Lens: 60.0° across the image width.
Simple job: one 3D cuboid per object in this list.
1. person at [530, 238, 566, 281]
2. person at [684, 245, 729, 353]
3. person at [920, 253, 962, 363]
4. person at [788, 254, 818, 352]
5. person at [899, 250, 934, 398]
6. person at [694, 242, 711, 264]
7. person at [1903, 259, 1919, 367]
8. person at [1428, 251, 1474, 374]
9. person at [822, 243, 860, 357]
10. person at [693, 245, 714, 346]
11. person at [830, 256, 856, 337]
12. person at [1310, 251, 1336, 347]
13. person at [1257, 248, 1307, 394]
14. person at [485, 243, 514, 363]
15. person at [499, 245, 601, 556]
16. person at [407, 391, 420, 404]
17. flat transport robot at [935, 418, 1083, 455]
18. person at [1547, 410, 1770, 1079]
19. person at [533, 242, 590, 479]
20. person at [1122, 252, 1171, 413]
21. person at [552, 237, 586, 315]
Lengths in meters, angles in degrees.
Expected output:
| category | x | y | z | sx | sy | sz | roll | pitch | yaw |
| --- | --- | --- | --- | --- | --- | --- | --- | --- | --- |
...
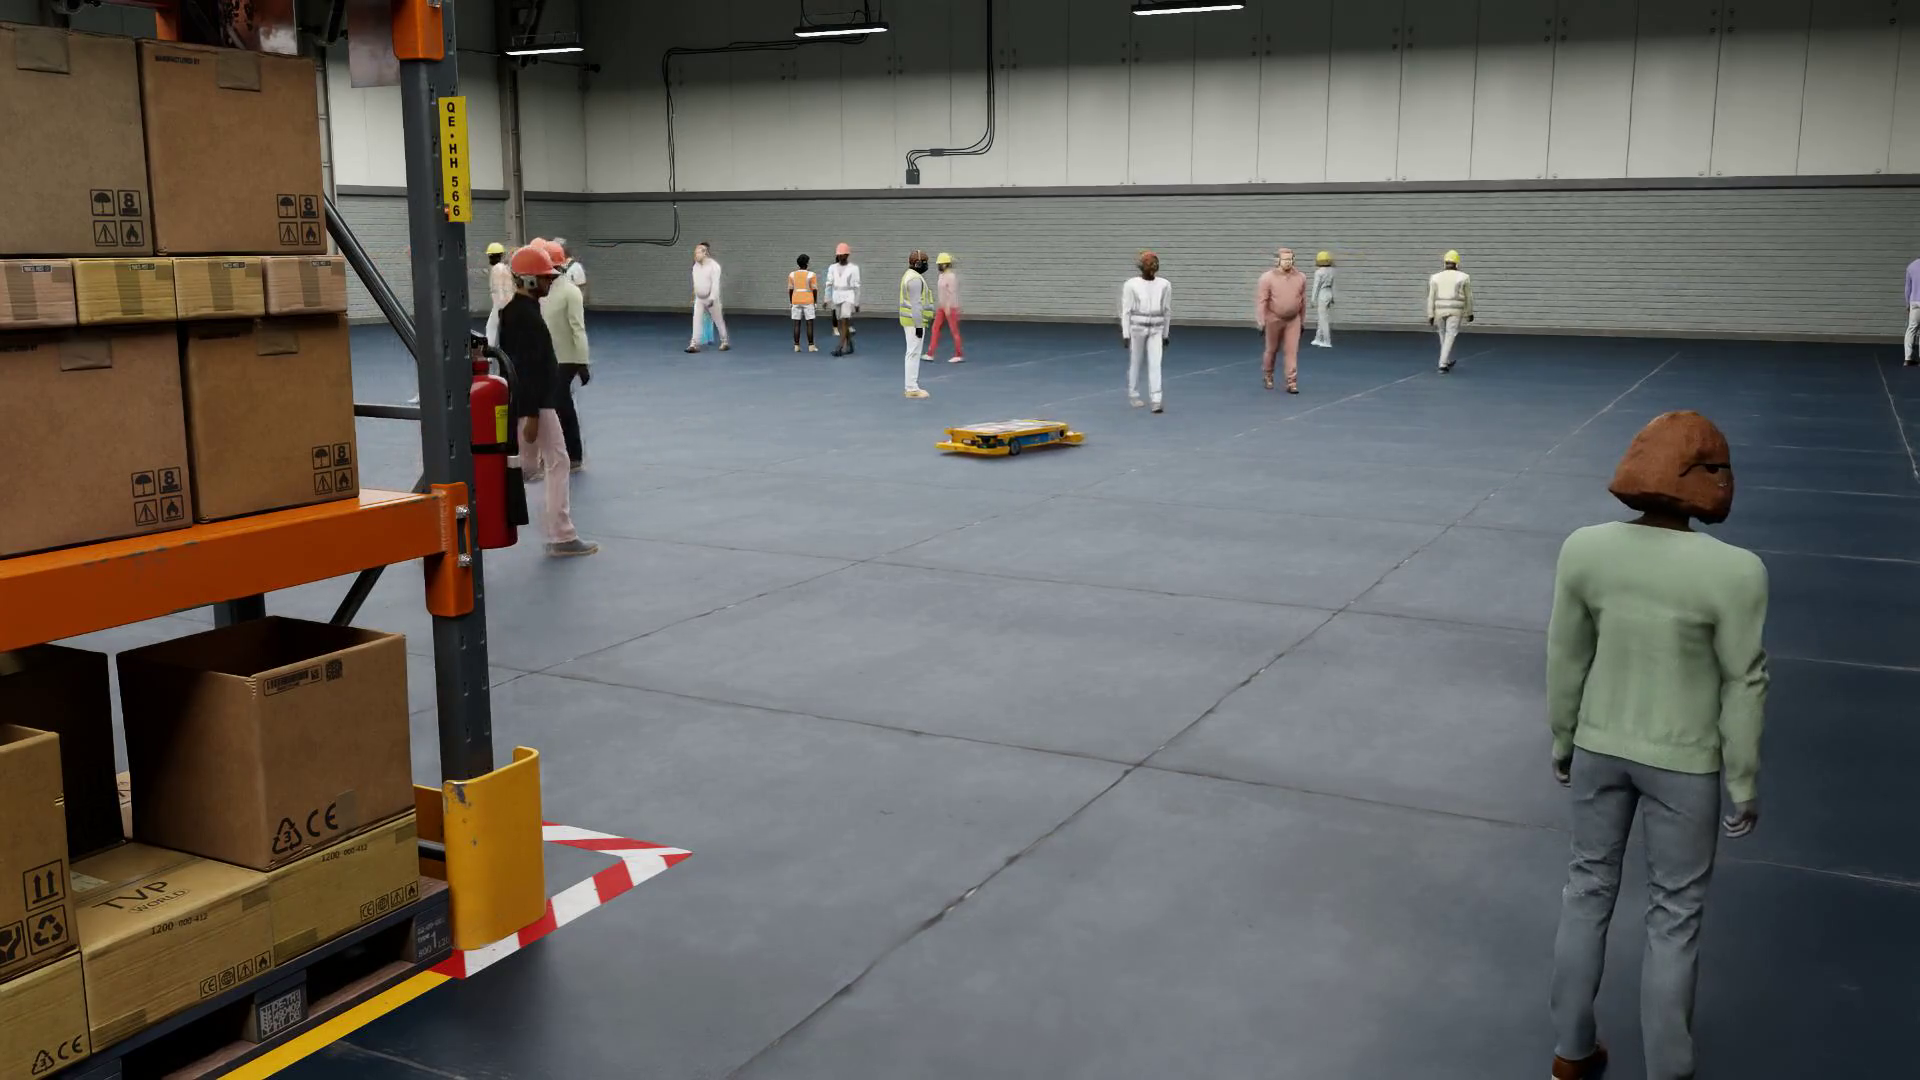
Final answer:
| category | x | y | z | sx | sy | sz | roll | pitch | yaw |
| --- | --- | --- | --- | --- | --- | --- | --- | --- | --- |
| person | -5.217 | -2.783 | 20.891 | 0.629 | 1.998 | 1.070 | -2 | 11 | -11 |
| person | -4.391 | -4.176 | 28.866 | 0.645 | 1.852 | 1.034 | 6 | 12 | 28 |
| person | -0.305 | -3.660 | 26.325 | 0.840 | 1.726 | 0.557 | -6 | 12 | -29 |
| person | -2.713 | -4.091 | 28.788 | 0.536 | 1.696 | 0.321 | 3 | 11 | 15 |
| person | -0.544 | -2.695 | 20.826 | 0.430 | 1.838 | 0.632 | -1 | 10 | -5 |
| person | -6.296 | -6.420 | 41.098 | 0.429 | 1.842 | 0.634 | -9 | 14 | -40 |
| person | 14.900 | -3.647 | 25.711 | 0.374 | 1.941 | 0.627 | -3 | 11 | -18 |
| person | 7.274 | -3.367 | 24.596 | 0.588 | 1.778 | 0.937 | 8 | 13 | 37 |
| person | -1.957 | -4.038 | 28.011 | 0.563 | 1.894 | 1.013 | 4 | 11 | 22 |
| person | -4.700 | -4.491 | 30.551 | 0.389 | 1.850 | 0.566 | 4 | 11 | 19 |
| person | -2.348 | -4.868 | 33.139 | 0.550 | 1.641 | 0.882 | -5 | 11 | -24 |
| person | 6.574 | -4.402 | 30.417 | 0.513 | 1.715 | 0.728 | -8 | 13 | -38 |
| person | 4.175 | -2.858 | 21.625 | 0.657 | 1.865 | 0.979 | -1 | 10 | -5 |
| person | -7.349 | -3.728 | 26.272 | 0.869 | 1.890 | 0.611 | 1 | 10 | 4 |
| person | -2.752 | -0.849 | 10.385 | 0.841 | 1.967 | 0.614 | -5 | 12 | -27 |
| person | -6.242 | -2.397 | 19.815 | 0.827 | 1.602 | 0.526 | 2 | 11 | 9 |
| flat transport robot | 0.479 | -0.988 | 15.763 | 0.652 | 0.197 | 1.431 | 9 | 14 | 40 |
| person | 1.594 | 0.516 | 3.843 | 0.280 | 1.631 | 0.504 | -8 | 13 | -39 |
| person | -3.450 | -1.487 | 13.856 | 0.698 | 1.955 | 0.850 | 9 | 14 | 42 |
| person | 2.155 | -2.404 | 19.240 | 0.589 | 1.832 | 1.014 | -1 | 10 | -7 |
| person | -6.026 | -3.651 | 25.452 | 0.676 | 2.000 | 0.930 | 6 | 12 | 30 |
